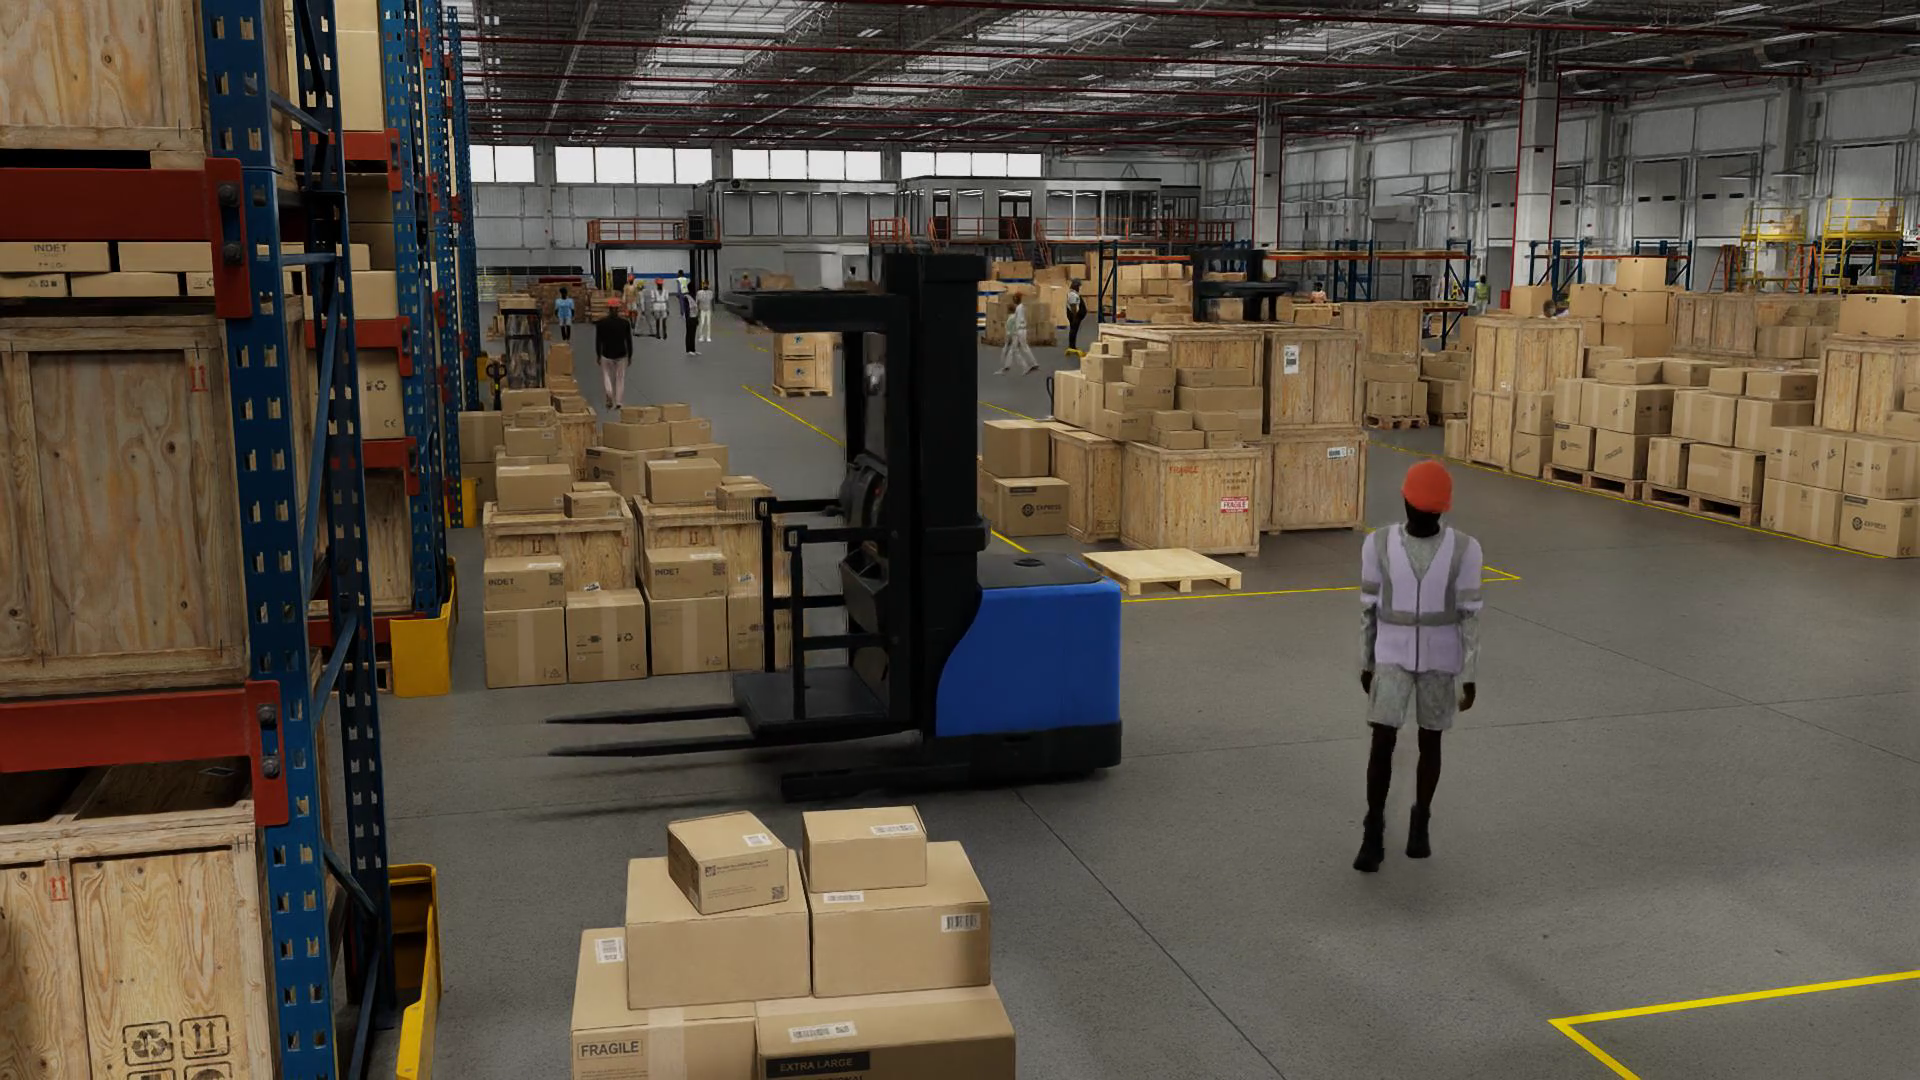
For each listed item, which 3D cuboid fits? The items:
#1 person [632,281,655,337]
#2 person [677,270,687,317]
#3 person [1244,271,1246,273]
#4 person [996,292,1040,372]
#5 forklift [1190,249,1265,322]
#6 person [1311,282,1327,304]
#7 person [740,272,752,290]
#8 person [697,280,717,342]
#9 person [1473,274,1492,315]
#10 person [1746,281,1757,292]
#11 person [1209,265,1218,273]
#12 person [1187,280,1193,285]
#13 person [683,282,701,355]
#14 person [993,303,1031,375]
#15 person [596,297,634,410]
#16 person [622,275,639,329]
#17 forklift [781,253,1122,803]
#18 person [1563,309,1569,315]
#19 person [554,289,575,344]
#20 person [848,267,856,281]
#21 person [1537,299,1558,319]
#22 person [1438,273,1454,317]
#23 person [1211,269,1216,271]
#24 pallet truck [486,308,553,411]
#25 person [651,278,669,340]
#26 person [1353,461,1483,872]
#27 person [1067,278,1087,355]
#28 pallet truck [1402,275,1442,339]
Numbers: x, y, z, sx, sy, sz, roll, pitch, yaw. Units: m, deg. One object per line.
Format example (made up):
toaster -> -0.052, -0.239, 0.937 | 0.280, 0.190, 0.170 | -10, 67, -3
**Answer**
person -> -10.077, -7.333, 52.839 | 0.769, 1.781, 0.621 | 2, 10, 11
person -> -11.323, -10.038, 67.730 | 0.392, 1.922, 0.591 | 4, 11, 21
person -> 10.922, -9.321, 63.621 | 0.548, 1.937, 0.379 | -8, 13, -40
person -> 1.374, -4.757, 38.078 | 0.982, 1.843, 0.593 | -1, 10, -5
forklift -> 3.471, -2.414, 21.844 | 1.129, 2.768, 1.873 | -3, 10, -15
person -> 11.923, -7.730, 55.326 | 0.535, 1.694, 0.321 | 5, 11, 27
person -> -9.455, -10.963, 73.550 | 0.518, 1.723, 0.925 | -1, 10, -6
person -> -7.661, -6.925, 50.276 | 0.553, 1.868, 0.384 | -7, 12, -34
person -> 19.461, -8.972, 61.947 | 0.648, 1.829, 0.482 | 4, 11, 19
person -> 27.309, -8.212, 57.372 | 0.585, 1.928, 0.378 | -8, 13, -39
person -> 12.467, -12.582, 82.060 | 0.613, 1.945, 0.406 | -1, 10, -8
person -> 8.378, -8.541, 59.246 | 0.630, 1.927, 0.458 | -2, 10, -10
person -> -7.123, -5.861, 44.087 | 0.392, 1.919, 0.591 | 3, 10, 17
person -> 1.193, -4.498, 37.247 | 0.816, 1.604, 0.522 | -1, 10, -3
person -> -6.065, -3.271, 29.232 | 0.650, 1.980, 0.518 | -2, 10, -10
person -> -11.441, -8.275, 57.853 | 0.567, 1.879, 1.004 | 0, 10, -2
forklift -> -0.136, -0.148, 9.011 | 1.873, 2.768, 1.129 | -3, 10, -15
person -> 12.598, -4.123, 34.254 | 0.467, 1.911, 0.619 | -2, 10, -13
person -> -11.407, -6.412, 47.963 | 0.549, 1.644, 0.890 | -1, 10, -5
person -> -4.841, -11.290, 74.725 | 0.426, 1.958, 0.639 | -5, 11, -27
person -> 10.415, -3.315, 29.613 | 0.635, 1.937, 0.352 | -7, 12, -33
person -> 19.891, -10.066, 68.114 | 0.635, 1.842, 0.429 | 5, 11, 25
person -> 12.520, -12.615, 82.533 | 0.572, 1.858, 0.840 | 4, 11, 21
pallet truck -> -6.242, -2.418, 24.362 | 0.823, 1.965, 1.885 | 1, 10, 3
person -> -9.272, -7.140, 51.432 | 0.560, 1.890, 0.977 | -3, 11, -19
person -> 2.095, 0.586, 7.629 | 0.548, 1.899, 0.755 | 3, 10, 17
person -> 3.100, -5.952, 44.254 | 0.536, 2.000, 0.688 | 1, 10, 3
pallet truck -> 14.620, -7.324, 52.145 | 0.823, 1.965, 1.885 | 8, 13, 40
